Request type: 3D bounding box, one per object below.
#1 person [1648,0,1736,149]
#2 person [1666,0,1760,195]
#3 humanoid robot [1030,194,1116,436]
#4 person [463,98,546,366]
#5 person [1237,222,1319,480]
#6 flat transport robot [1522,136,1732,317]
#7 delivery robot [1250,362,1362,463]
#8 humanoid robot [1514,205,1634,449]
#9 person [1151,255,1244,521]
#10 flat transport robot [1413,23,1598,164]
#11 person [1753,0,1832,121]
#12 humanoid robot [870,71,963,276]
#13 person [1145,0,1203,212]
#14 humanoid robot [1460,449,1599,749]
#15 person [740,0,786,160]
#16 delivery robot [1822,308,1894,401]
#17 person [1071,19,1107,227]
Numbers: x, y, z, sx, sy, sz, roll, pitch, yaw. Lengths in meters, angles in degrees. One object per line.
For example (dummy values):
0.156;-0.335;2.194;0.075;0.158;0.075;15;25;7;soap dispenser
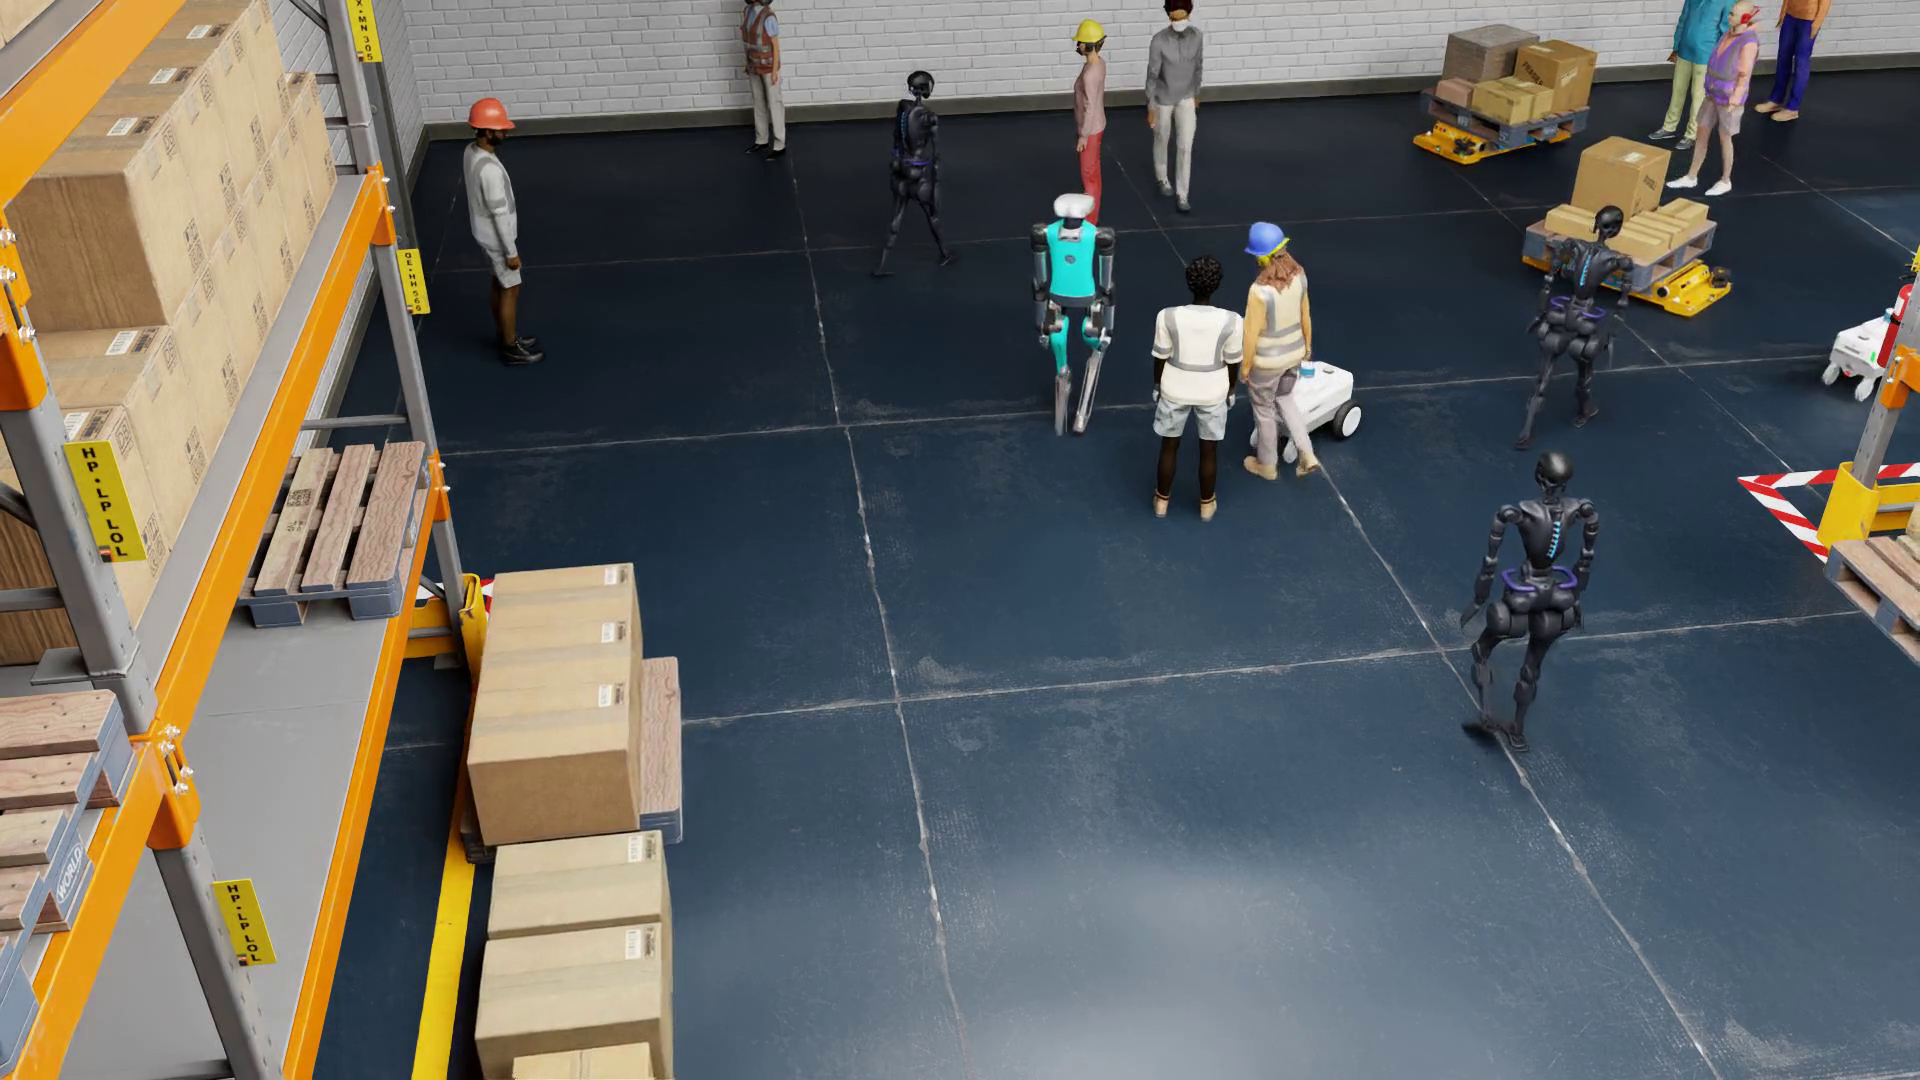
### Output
6.821;-4.524;15.425;0.337;1.749;0.572;-15;36;-22;person
6.624;-3.819;14.424;0.483;1.693;0.498;-7;34;-10;person
0.762;-1.425;10.758;0.551;1.858;0.763;8;34;11;humanoid robot
-3.195;-2.132;11.611;0.387;1.924;0.547;-17;37;-24;person
1.952;-1.108;10.196;0.534;1.740;0.517;-20;38;-28;person
5.265;-2.152;13.151;0.659;0.231;1.431;-28;42;-36;flat transport robot
2.263;-0.894;10.949;0.774;0.581;0.499;-29;43;-36;delivery robot
3.974;-1.397;10.753;0.609;1.623;0.784;24;40;32;humanoid robot
1.392;-0.881;9.901;0.534;1.693;0.319;5;33;7;person
5.065;-3.864;15.773;1.431;0.231;0.659;-18;37;-25;flat transport robot
8.136;-5.071;16.070;0.401;1.972;0.522;-11;35;-17;person
-0.367;-2.871;13.023;0.836;1.616;0.590;-24;40;-32;humanoid robot
1.825;-3.739;14.140;0.548;1.837;0.866;-6;34;-9;person
2.779;0.295;8.111;0.591;1.644;0.366;-3;33;-5;humanoid robot
-1.803;-4.317;15.166;0.316;1.687;0.442;-27;42;-35;person
6.457;-1.328;11.634;0.801;0.602;0.499;-17;37;-24;delivery robot
1.040;-3.378;13.660;0.309;1.768;0.532;6;34;9;person
